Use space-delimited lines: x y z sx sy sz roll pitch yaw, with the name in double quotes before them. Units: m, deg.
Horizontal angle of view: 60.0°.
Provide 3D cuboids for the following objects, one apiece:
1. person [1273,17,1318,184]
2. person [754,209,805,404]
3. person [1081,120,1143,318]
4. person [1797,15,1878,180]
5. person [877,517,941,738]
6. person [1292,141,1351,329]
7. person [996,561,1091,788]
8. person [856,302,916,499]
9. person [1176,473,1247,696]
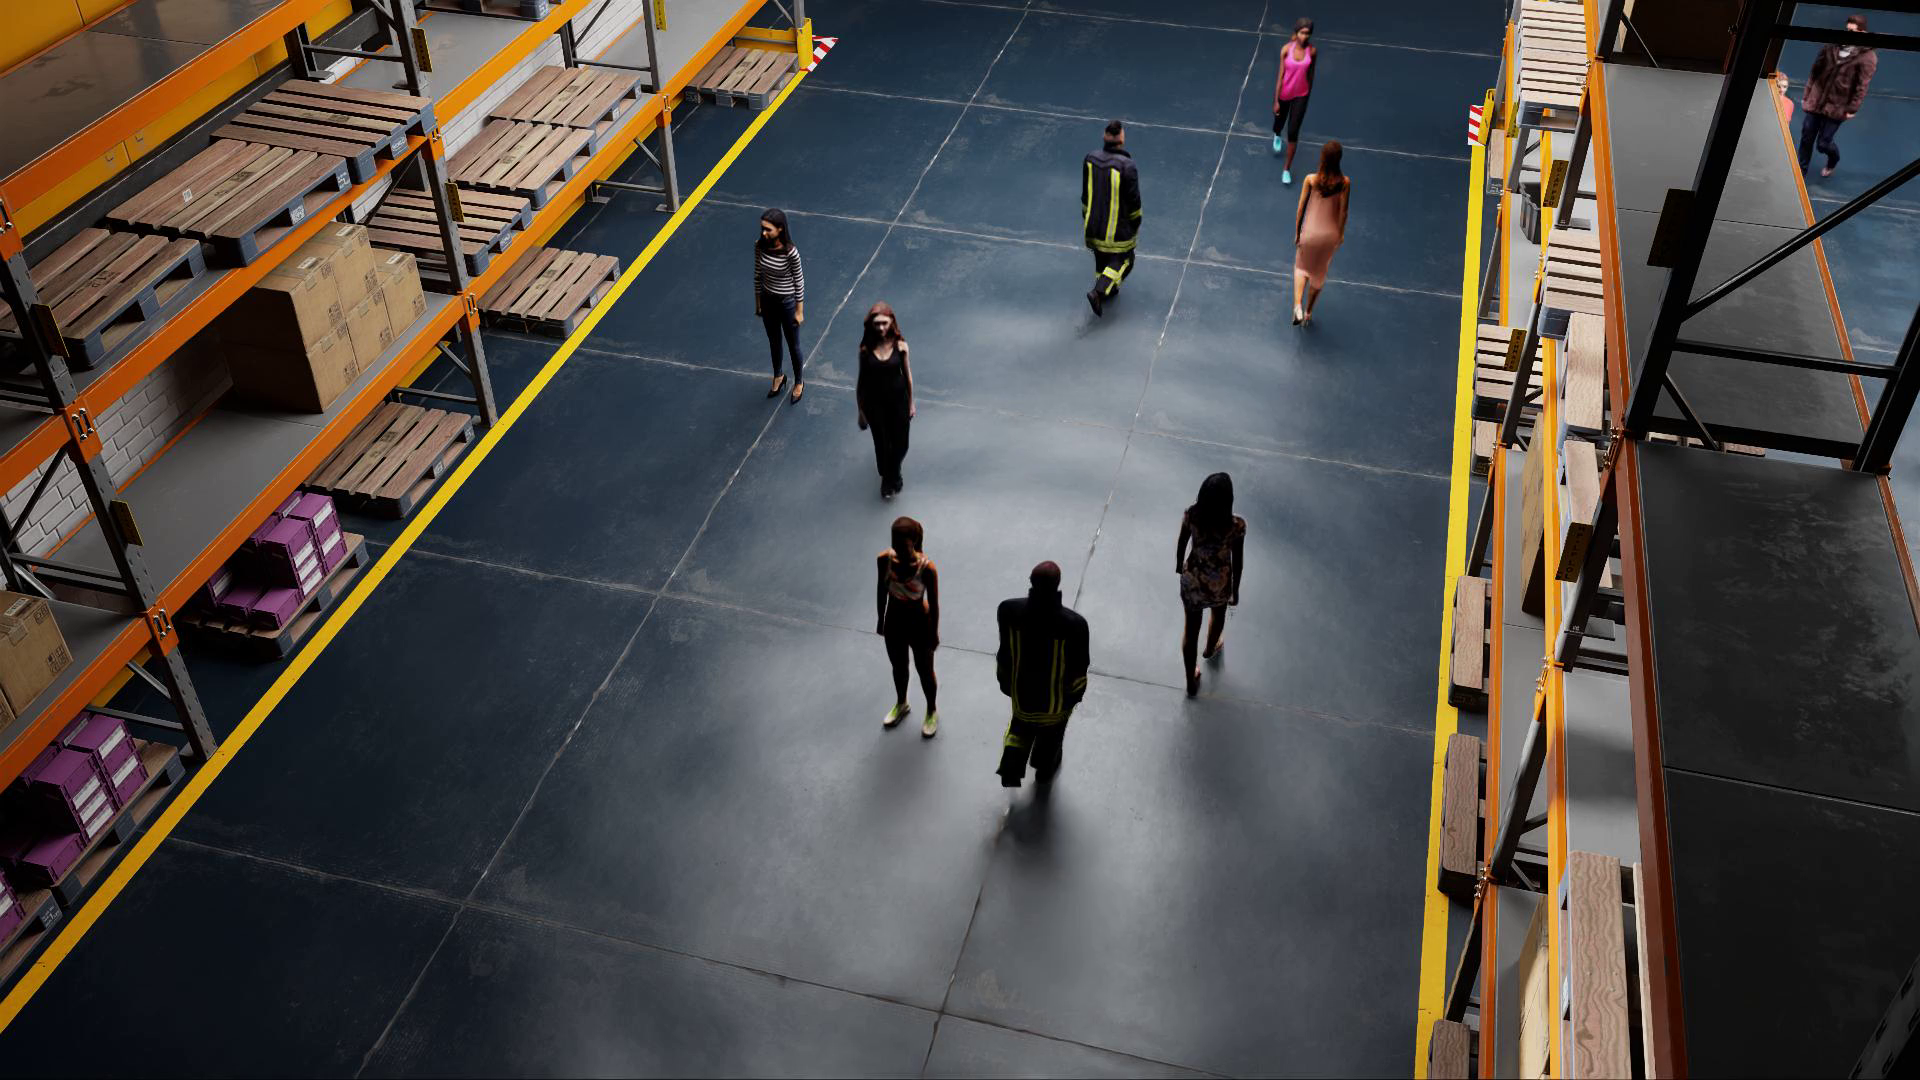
"person" 3.442 -4.626 17.297 0.588 1.694 1.088 6 39 8
"person" -1.491 -1.947 13.860 0.635 1.795 0.572 17 42 20
"person" 1.326 -2.878 14.989 0.959 1.842 1.059 28 46 30
"person" 8.932 -4.477 16.998 1.083 1.834 1.016 -23 44 -26
"person" -0.321 0.543 10.754 0.600 1.782 0.569 14 41 16
"person" 3.169 -2.642 14.711 0.579 1.820 0.712 9 39 11
"person" 0.490 0.889 10.298 0.814 1.809 0.986 15 41 18
"person" -0.579 -1.115 12.867 0.716 1.734 0.753 -4 39 -5
"person" 1.619 0.336 11.067 0.637 1.713 0.860 10 40 13
